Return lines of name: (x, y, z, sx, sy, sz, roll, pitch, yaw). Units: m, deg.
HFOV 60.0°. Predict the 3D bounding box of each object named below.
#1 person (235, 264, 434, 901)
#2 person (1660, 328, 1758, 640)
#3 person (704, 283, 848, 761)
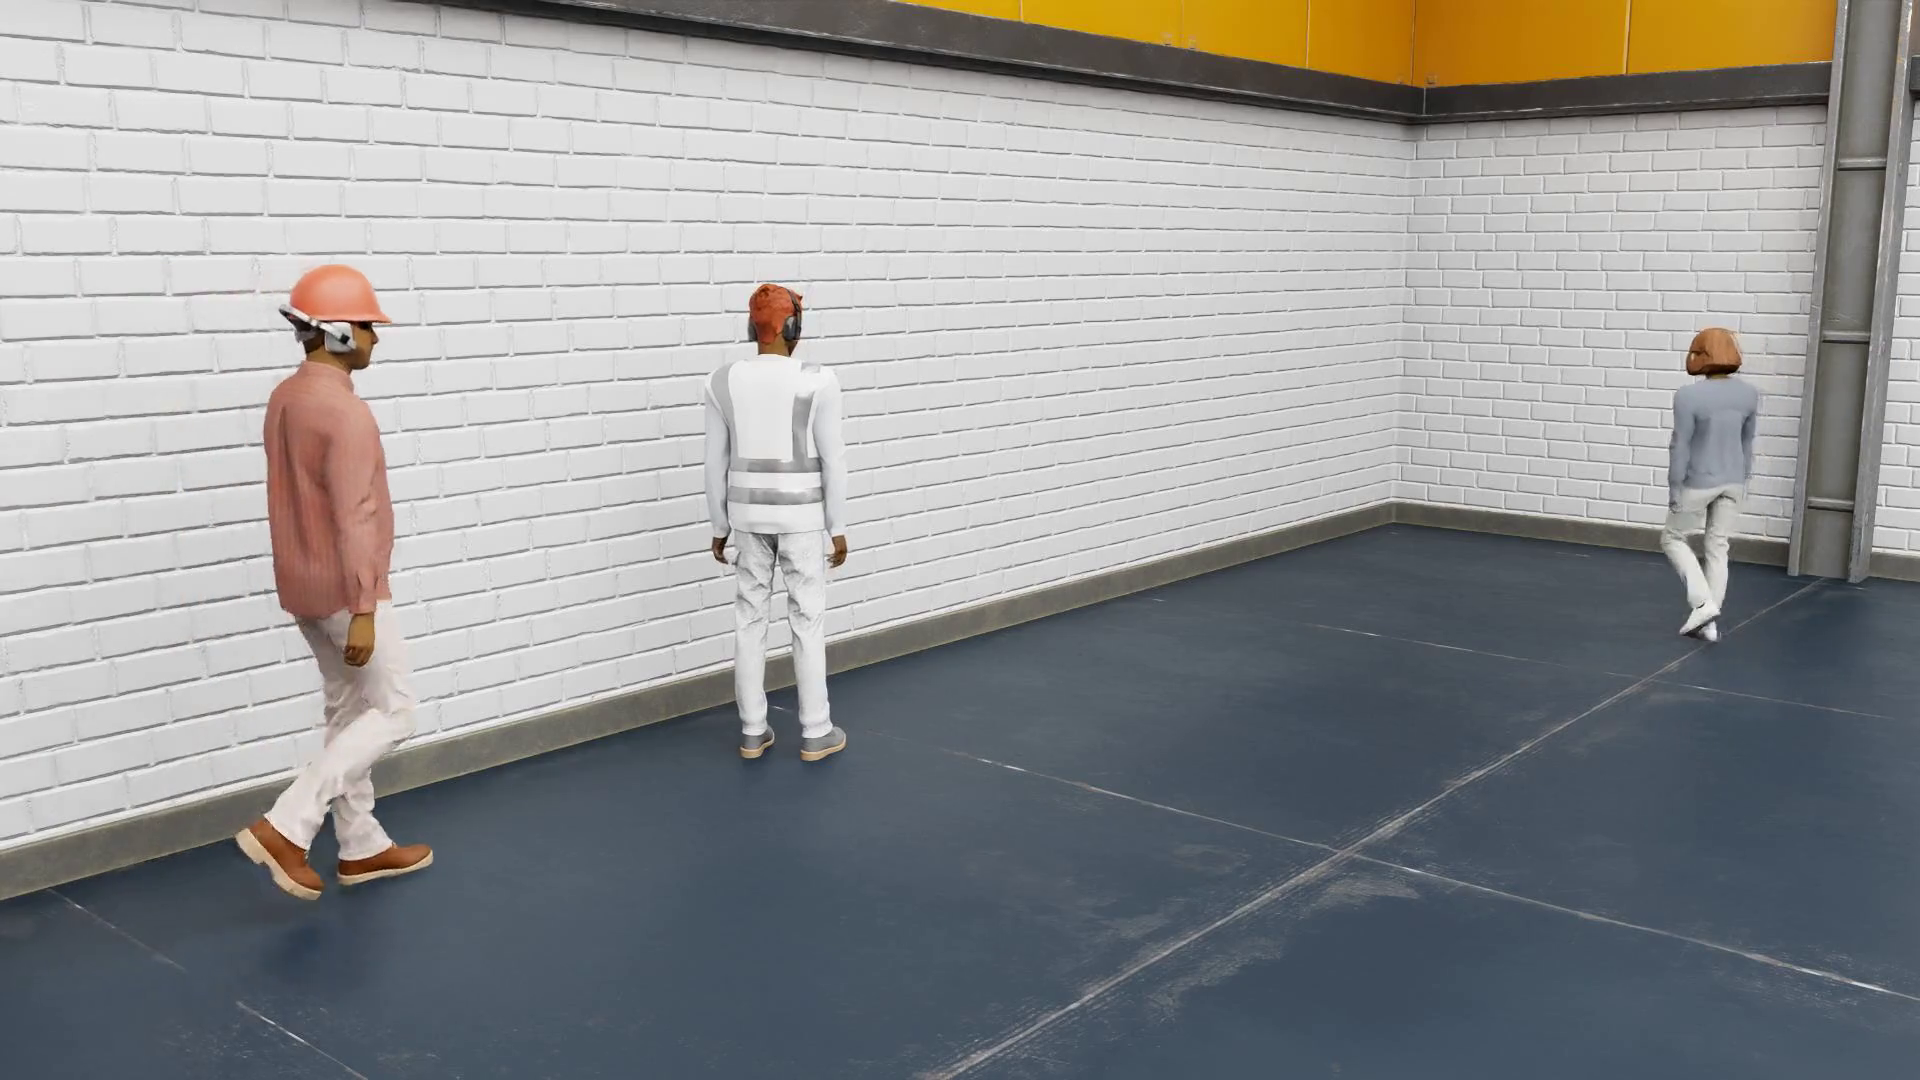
person: (-1.950, 0.152, 5.103, 0.565, 1.980, 0.620, -10, 14, -44)
person: (3.851, -0.274, 8.555, 0.506, 1.621, 0.369, -2, 10, -12)
person: (-0.718, -0.061, 6.576, 0.574, 1.883, 0.360, 2, 10, 14)
